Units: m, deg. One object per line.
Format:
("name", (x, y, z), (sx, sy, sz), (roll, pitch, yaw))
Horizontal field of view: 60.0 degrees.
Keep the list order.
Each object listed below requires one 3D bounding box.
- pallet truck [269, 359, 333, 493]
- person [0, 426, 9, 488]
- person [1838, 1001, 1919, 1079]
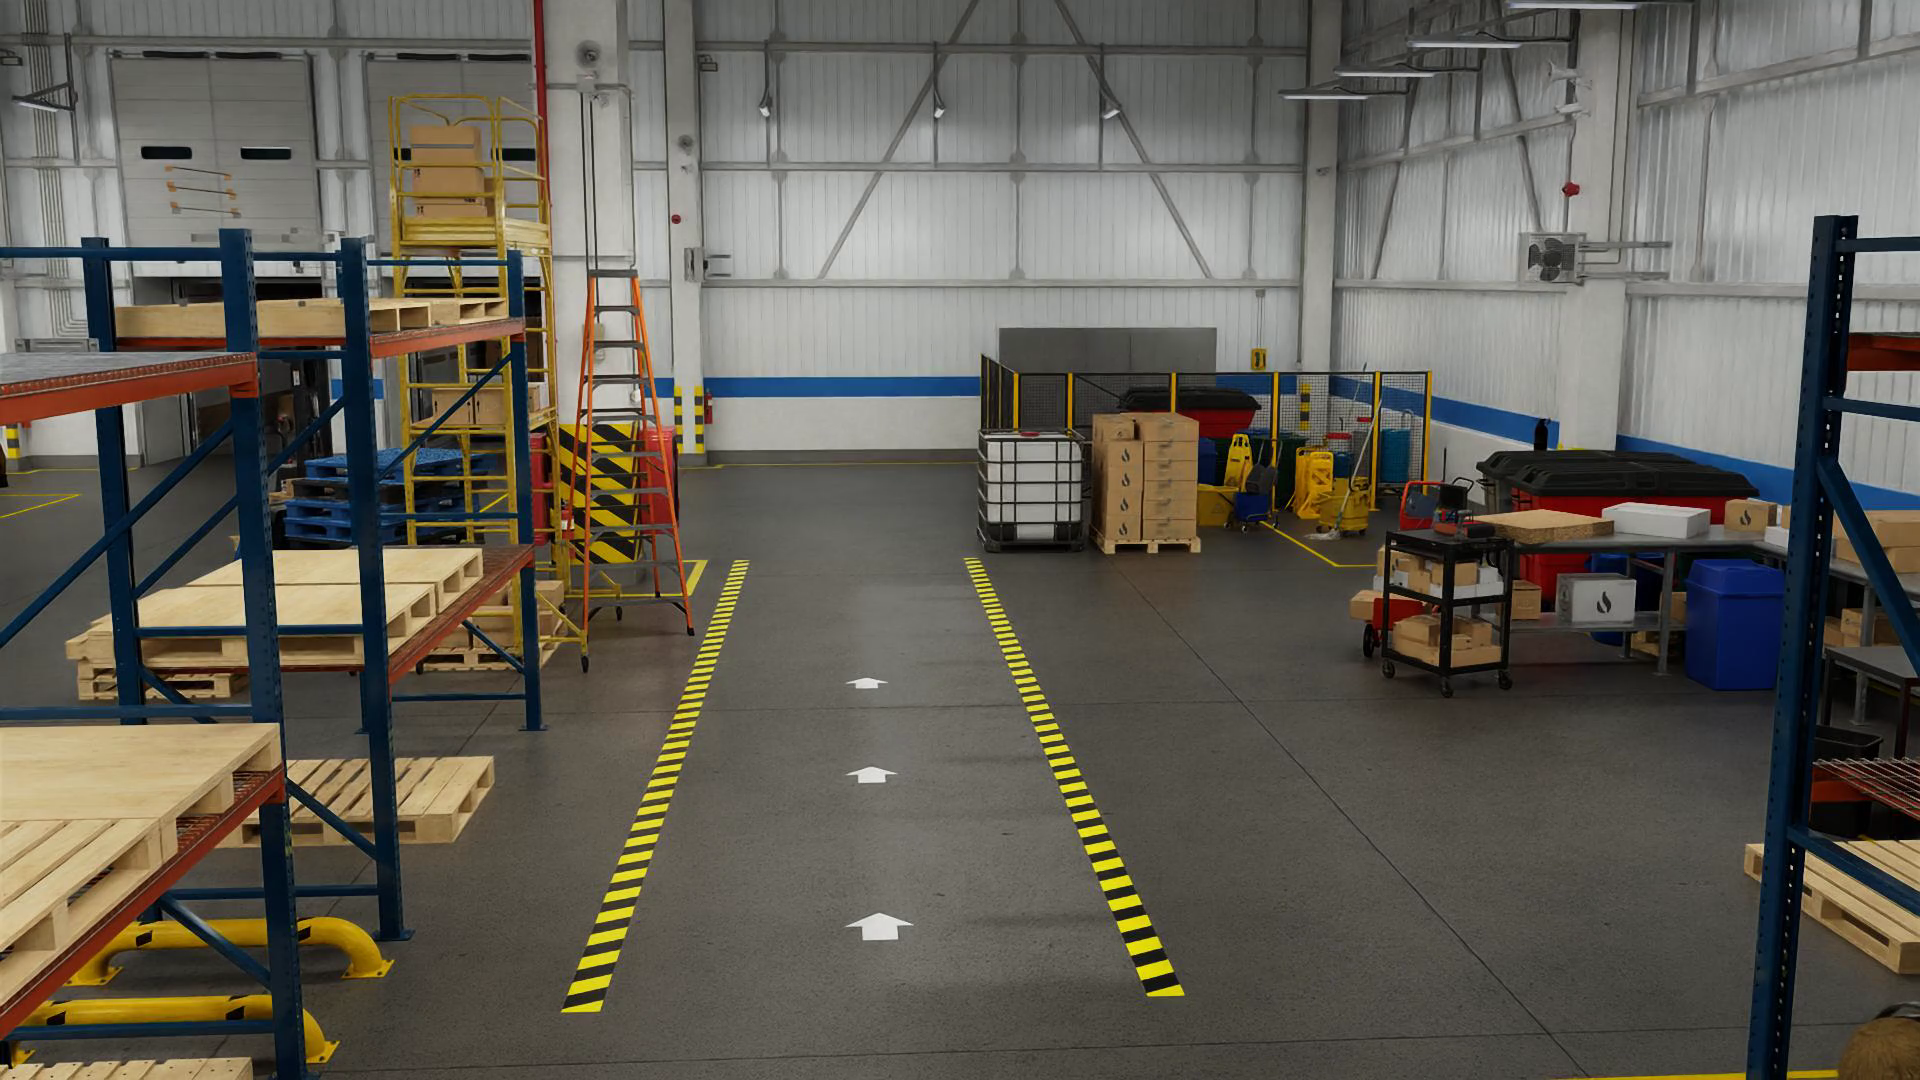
("pallet truck", (-7.062, -1.131, 18.996), (1.885, 1.965, 0.823), (2, 9, 13))
("person", (-13.169, -1.658, 22.523), (0.389, 1.930, 0.544), (-8, 12, -41))
("person", (1.241, 1.559, 2.286), (0.358, 1.938, 0.636), (-4, 10, -24))
